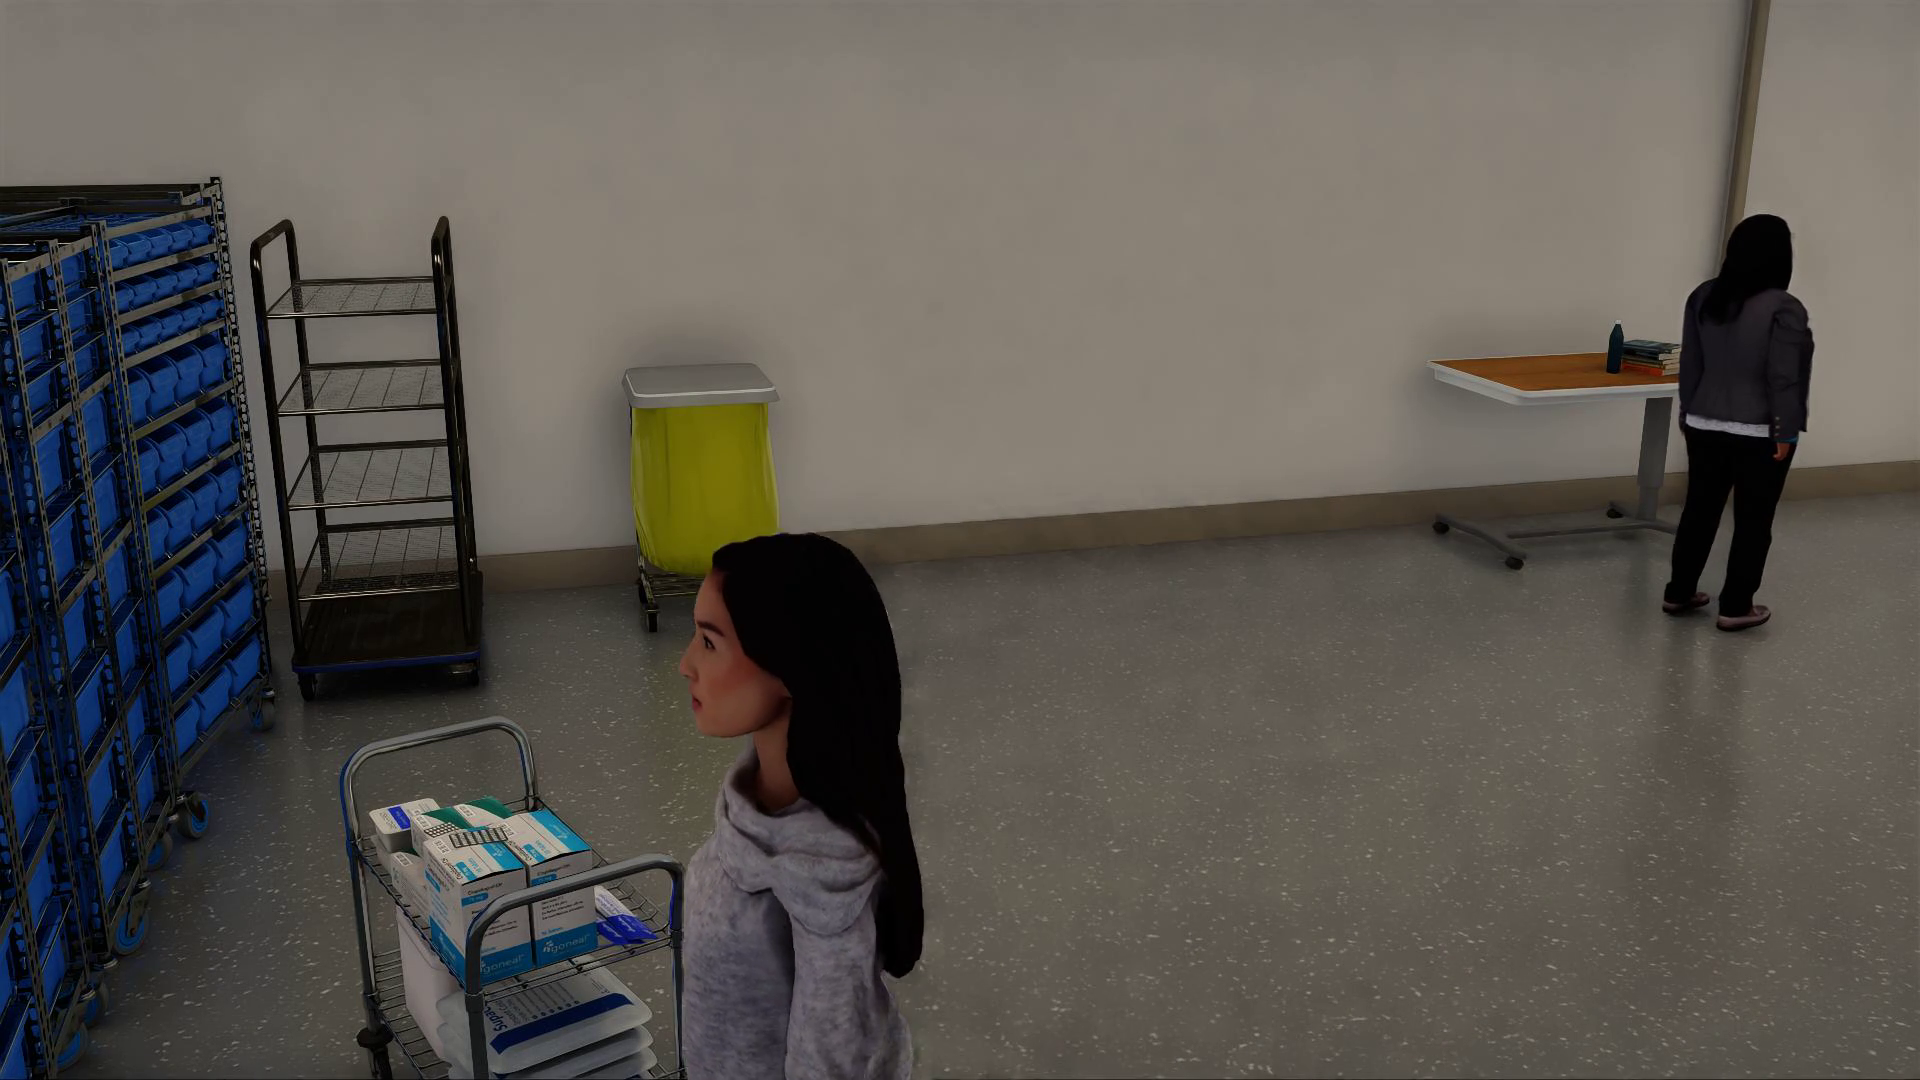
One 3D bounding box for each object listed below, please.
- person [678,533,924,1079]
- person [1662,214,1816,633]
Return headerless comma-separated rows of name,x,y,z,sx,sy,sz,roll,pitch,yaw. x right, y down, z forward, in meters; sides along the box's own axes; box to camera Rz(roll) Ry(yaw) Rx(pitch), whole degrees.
person,-0.115,0.766,2.081,0.946,1.614,0.687,-2,16,-9
person,3.001,-0.443,6.413,0.725,1.591,0.728,-9,18,-29
